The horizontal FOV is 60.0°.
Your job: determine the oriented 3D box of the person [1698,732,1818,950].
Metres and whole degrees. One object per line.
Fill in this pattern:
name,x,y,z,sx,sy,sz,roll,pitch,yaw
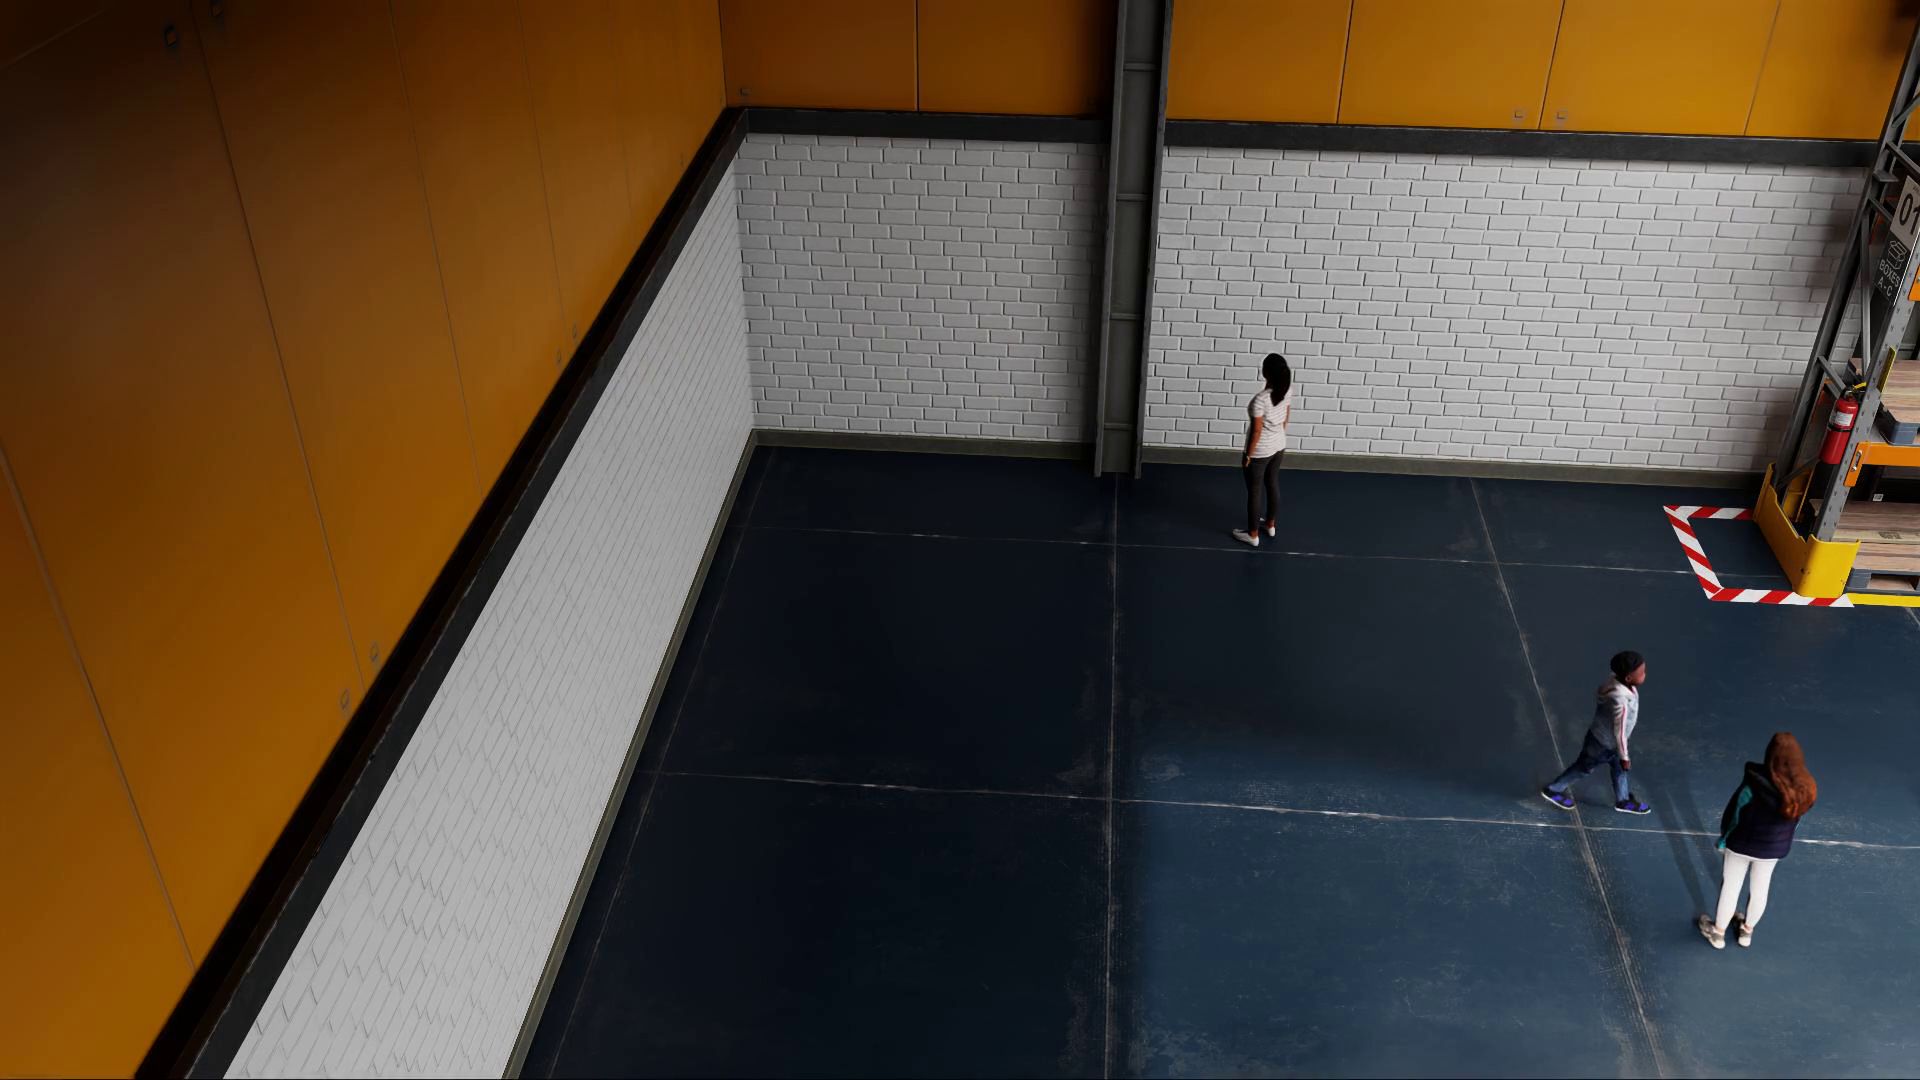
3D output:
person,4.524,1.708,9.443,0.536,1.500,0.656,-1,34,-1

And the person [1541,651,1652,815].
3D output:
person,3.995,1.220,10.420,0.936,1.231,0.677,14,36,20

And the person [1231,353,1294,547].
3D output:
person,2.383,-0.715,12.956,0.652,1.646,0.715,-24,40,-31
